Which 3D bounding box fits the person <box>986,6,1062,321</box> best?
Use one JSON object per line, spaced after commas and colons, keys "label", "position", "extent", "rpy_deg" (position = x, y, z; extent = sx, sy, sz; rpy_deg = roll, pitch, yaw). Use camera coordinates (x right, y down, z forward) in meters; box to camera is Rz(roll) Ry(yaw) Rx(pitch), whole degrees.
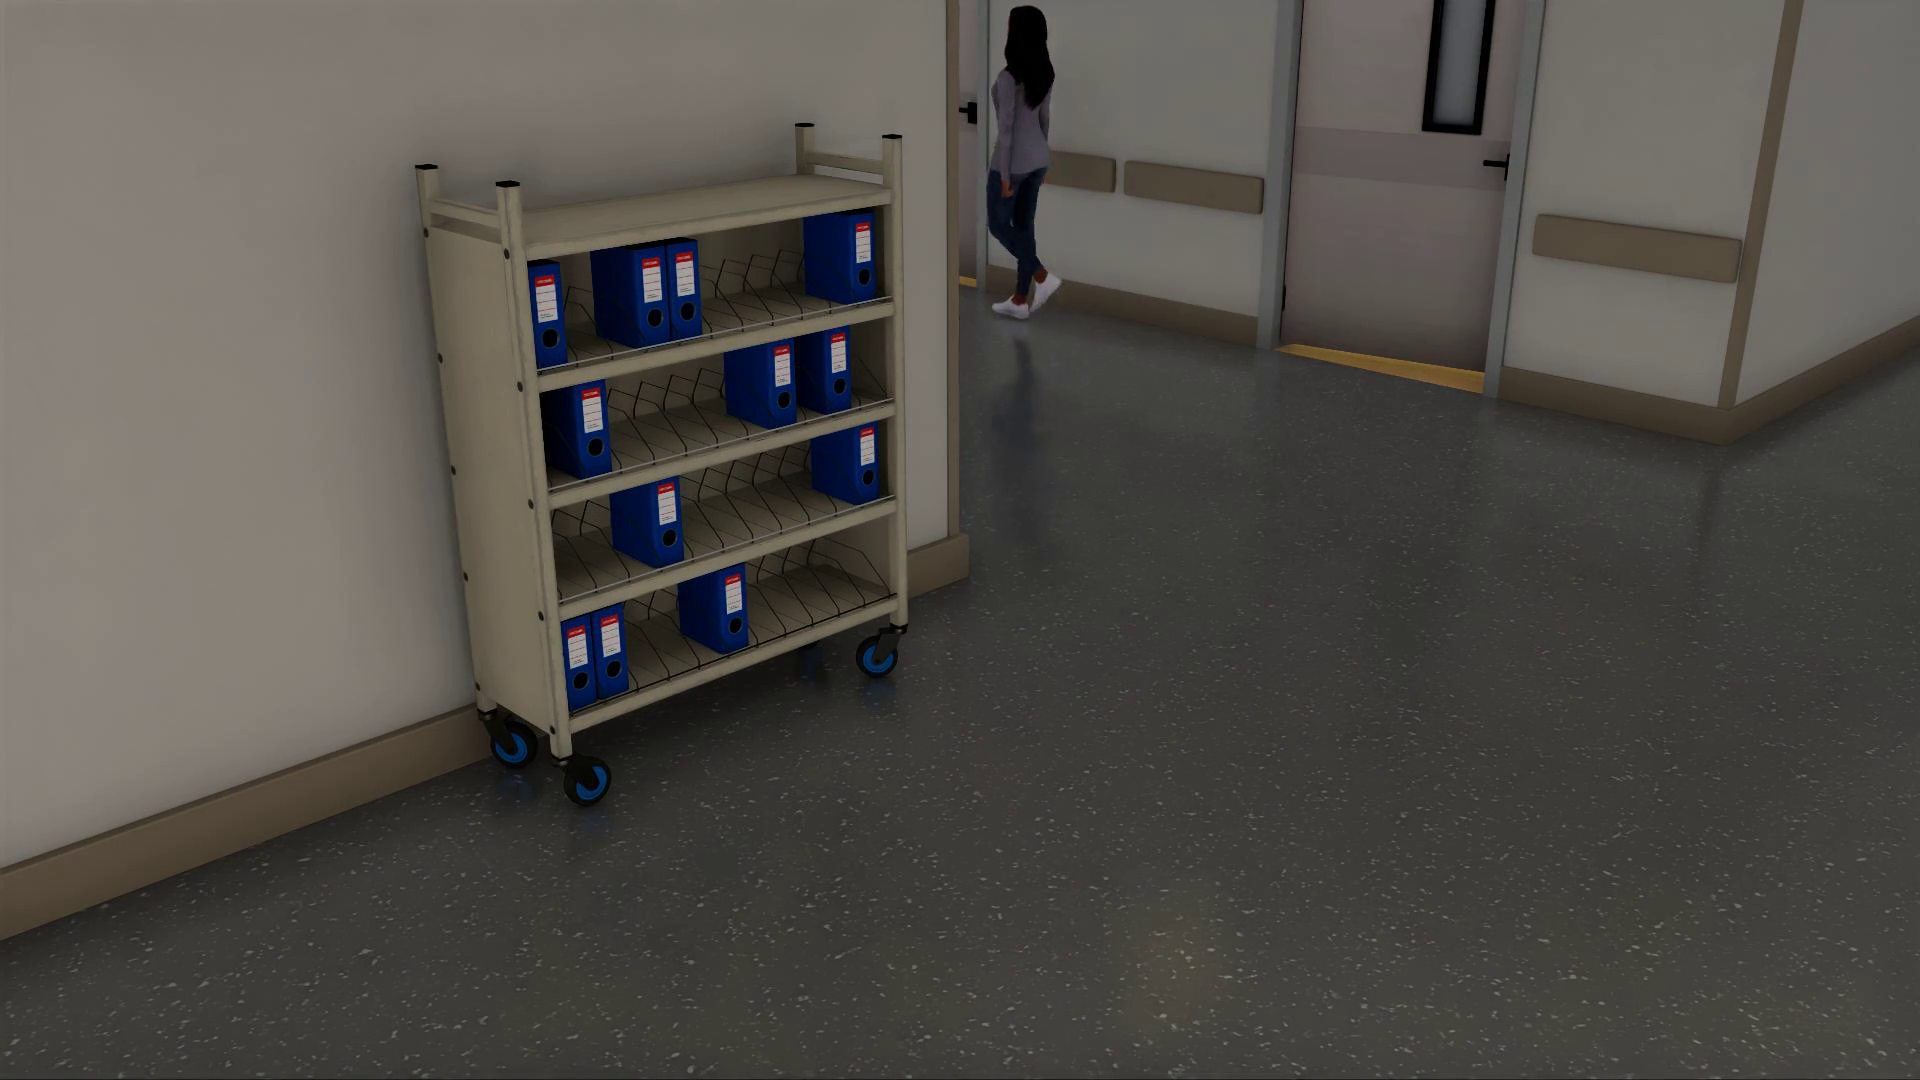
{"label": "person", "position": [0.409, -2.058, 9.251], "extent": [0.662, 1.724, 0.727], "rpy_deg": [19, 28, 41]}
